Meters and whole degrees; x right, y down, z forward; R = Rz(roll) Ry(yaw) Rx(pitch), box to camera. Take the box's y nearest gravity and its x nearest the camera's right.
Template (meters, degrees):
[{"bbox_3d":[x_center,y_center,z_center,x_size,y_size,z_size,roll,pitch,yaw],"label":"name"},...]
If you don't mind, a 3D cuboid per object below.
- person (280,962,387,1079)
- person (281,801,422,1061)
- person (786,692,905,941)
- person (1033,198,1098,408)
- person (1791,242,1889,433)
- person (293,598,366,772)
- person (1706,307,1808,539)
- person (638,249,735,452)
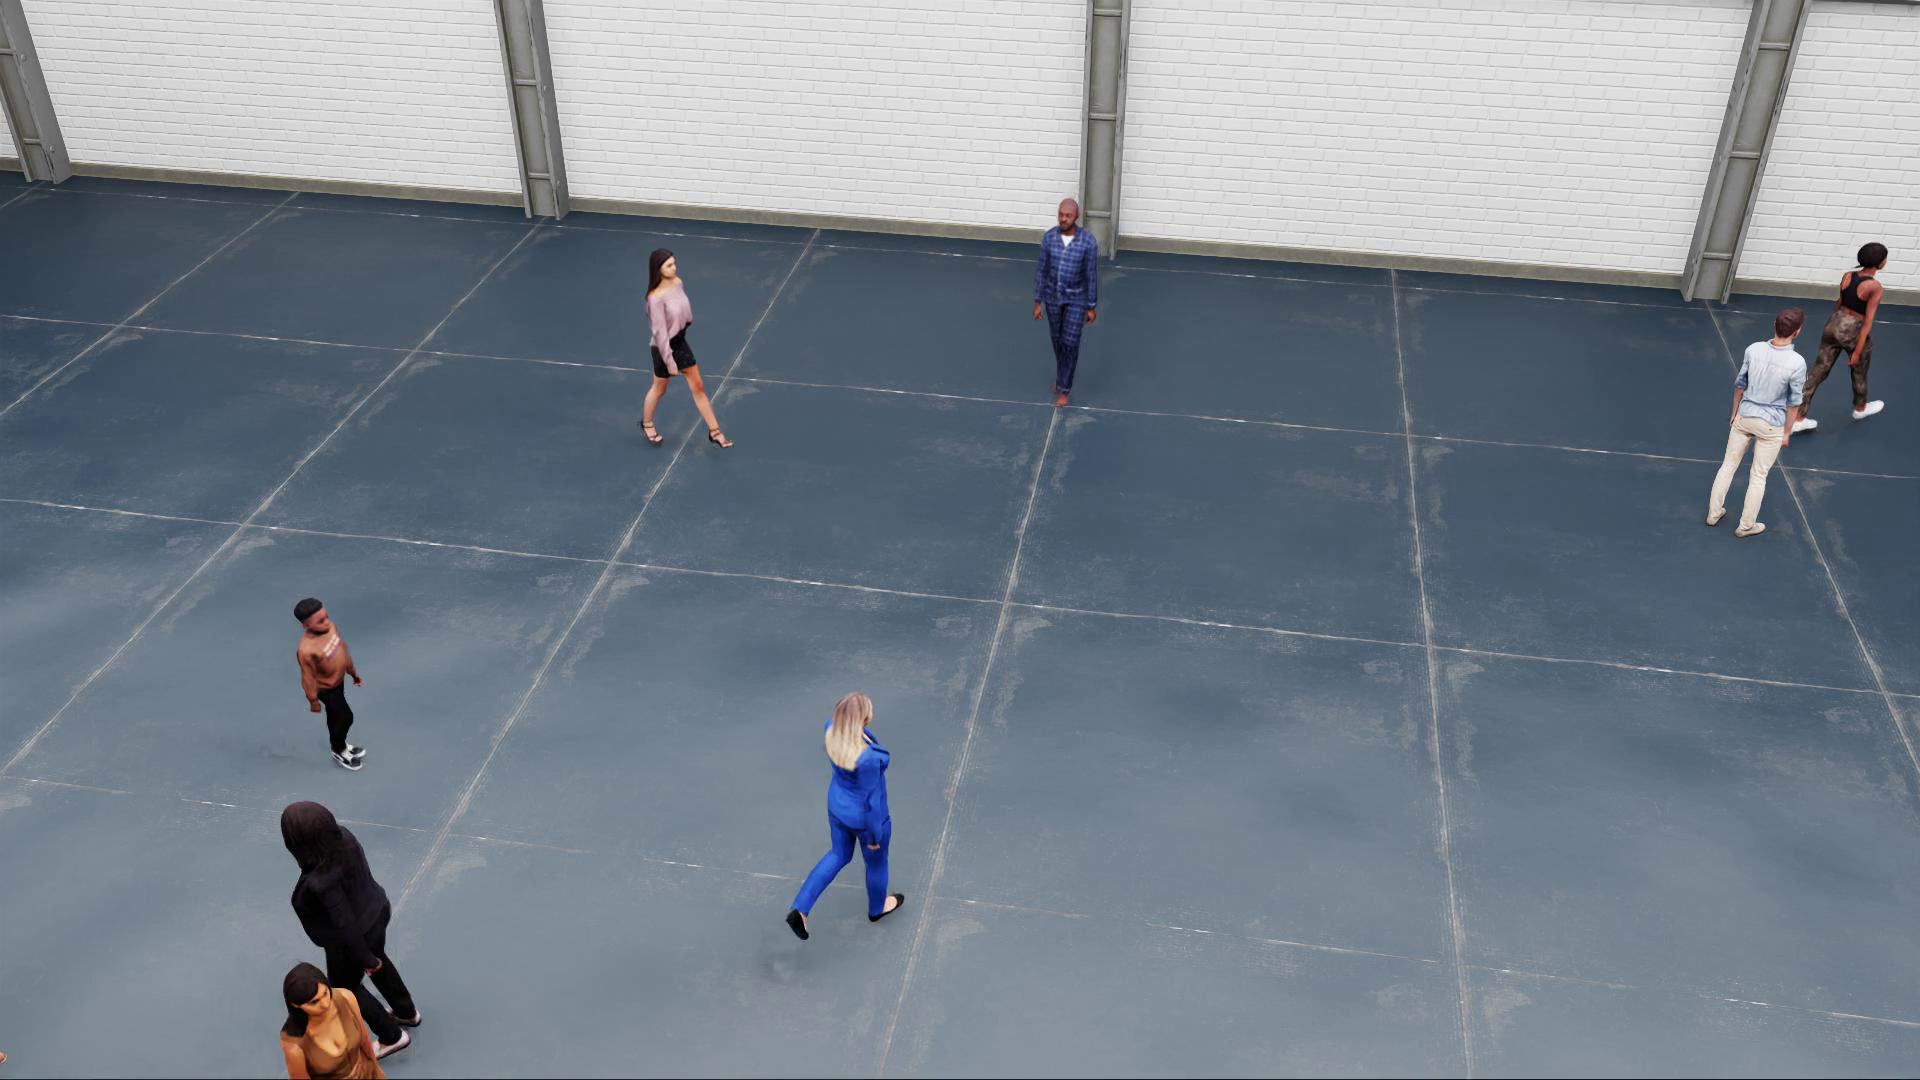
[{"bbox_3d":[-2.844,2.483,7.516,0.807,1.677,0.682,15,36,21],"label":"person"},{"bbox_3d":[-2.992,1.960,8.383,0.724,1.590,0.732,-5,34,-7],"label":"person"},{"bbox_3d":[-0.629,1.519,8.961,1.038,1.684,1.020,-25,41,-32],"label":"person"},{"bbox_3d":[0.939,-2.113,14.318,0.882,1.802,0.864,14,36,20],"label":"person"},{"bbox_3d":[7.230,-1.631,13.724,1.175,1.657,0.967,-12,35,-17],"label":"person"},{"bbox_3d":[-3.980,0.869,10.335,0.495,1.245,0.525,4,34,7],"label":"person"},{"bbox_3d":[5.978,-0.885,12.430,0.789,1.848,0.706,-25,41,-33],"label":"person"},{"bbox_3d":[-2.423,-1.503,13.440,1.176,1.758,0.847,15,36,21],"label":"person"}]
